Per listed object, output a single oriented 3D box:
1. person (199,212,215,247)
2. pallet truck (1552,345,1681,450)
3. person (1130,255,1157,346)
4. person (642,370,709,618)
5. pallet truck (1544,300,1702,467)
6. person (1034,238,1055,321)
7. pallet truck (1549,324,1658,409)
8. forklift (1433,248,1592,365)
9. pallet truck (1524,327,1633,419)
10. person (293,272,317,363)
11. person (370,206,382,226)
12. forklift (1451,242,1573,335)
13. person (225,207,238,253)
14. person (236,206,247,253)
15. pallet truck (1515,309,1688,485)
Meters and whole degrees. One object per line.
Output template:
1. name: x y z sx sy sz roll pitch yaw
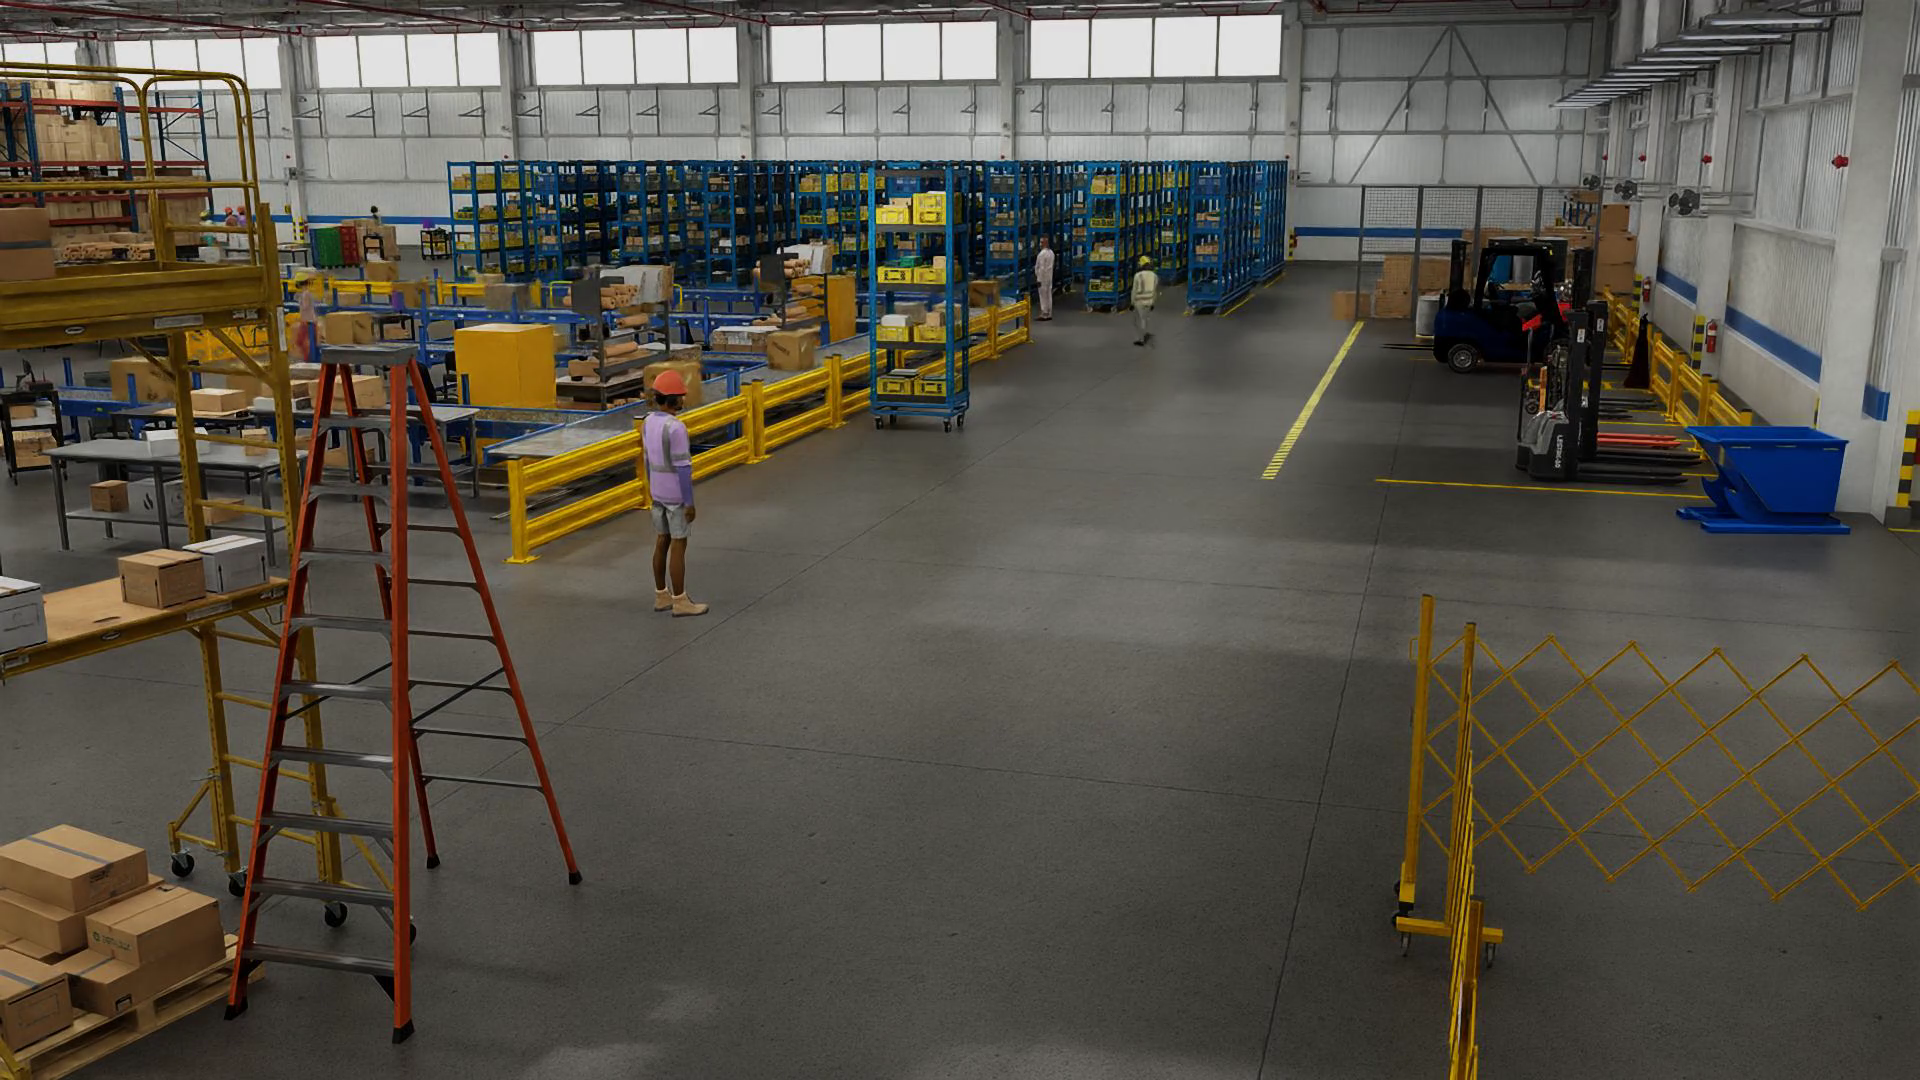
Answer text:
1. person: -27.470 -11.055 60.544 0.545 1.713 0.899 4 14 17
2. pallet truck: 8.641 -1.896 21.908 1.630 1.274 0.653 4 14 16
3. person: 3.656 -4.739 33.050 0.614 1.819 0.523 -10 16 -37
4. person: -2.369 -0.380 13.742 0.371 2.044 0.608 -11 17 -39
5. pallet truck: 8.263 -1.952 20.631 1.885 1.965 0.823 5 14 20
6. person: 1.926 -6.010 38.368 0.403 1.902 0.651 7 15 26
7. pallet truck: 9.824 -2.669 25.407 1.601 1.201 0.680 4 14 16
8. forklift: 9.780 -4.111 29.280 2.680 1.987 1.157 3 13 14
9. pallet truck: 9.065 -2.460 24.370 1.522 1.261 0.704 3 13 14
10. person: -11.536 -3.821 29.251 0.528 1.748 0.530 -3 13 -11
11. person: -22.773 -12.096 64.821 0.445 1.826 0.652 -2 13 -10
12. forklift: 10.464 -4.597 31.405 2.680 1.987 1.157 4 14 16
13. person: -25.615 -10.712 58.508 0.407 1.986 0.608 2 13 8
14. person: -26.937 -11.598 62.558 0.658 1.870 0.954 1 13 5
15. pallet truck: 7.554 -1.677 19.446 1.885 1.965 0.823 3 13 14
